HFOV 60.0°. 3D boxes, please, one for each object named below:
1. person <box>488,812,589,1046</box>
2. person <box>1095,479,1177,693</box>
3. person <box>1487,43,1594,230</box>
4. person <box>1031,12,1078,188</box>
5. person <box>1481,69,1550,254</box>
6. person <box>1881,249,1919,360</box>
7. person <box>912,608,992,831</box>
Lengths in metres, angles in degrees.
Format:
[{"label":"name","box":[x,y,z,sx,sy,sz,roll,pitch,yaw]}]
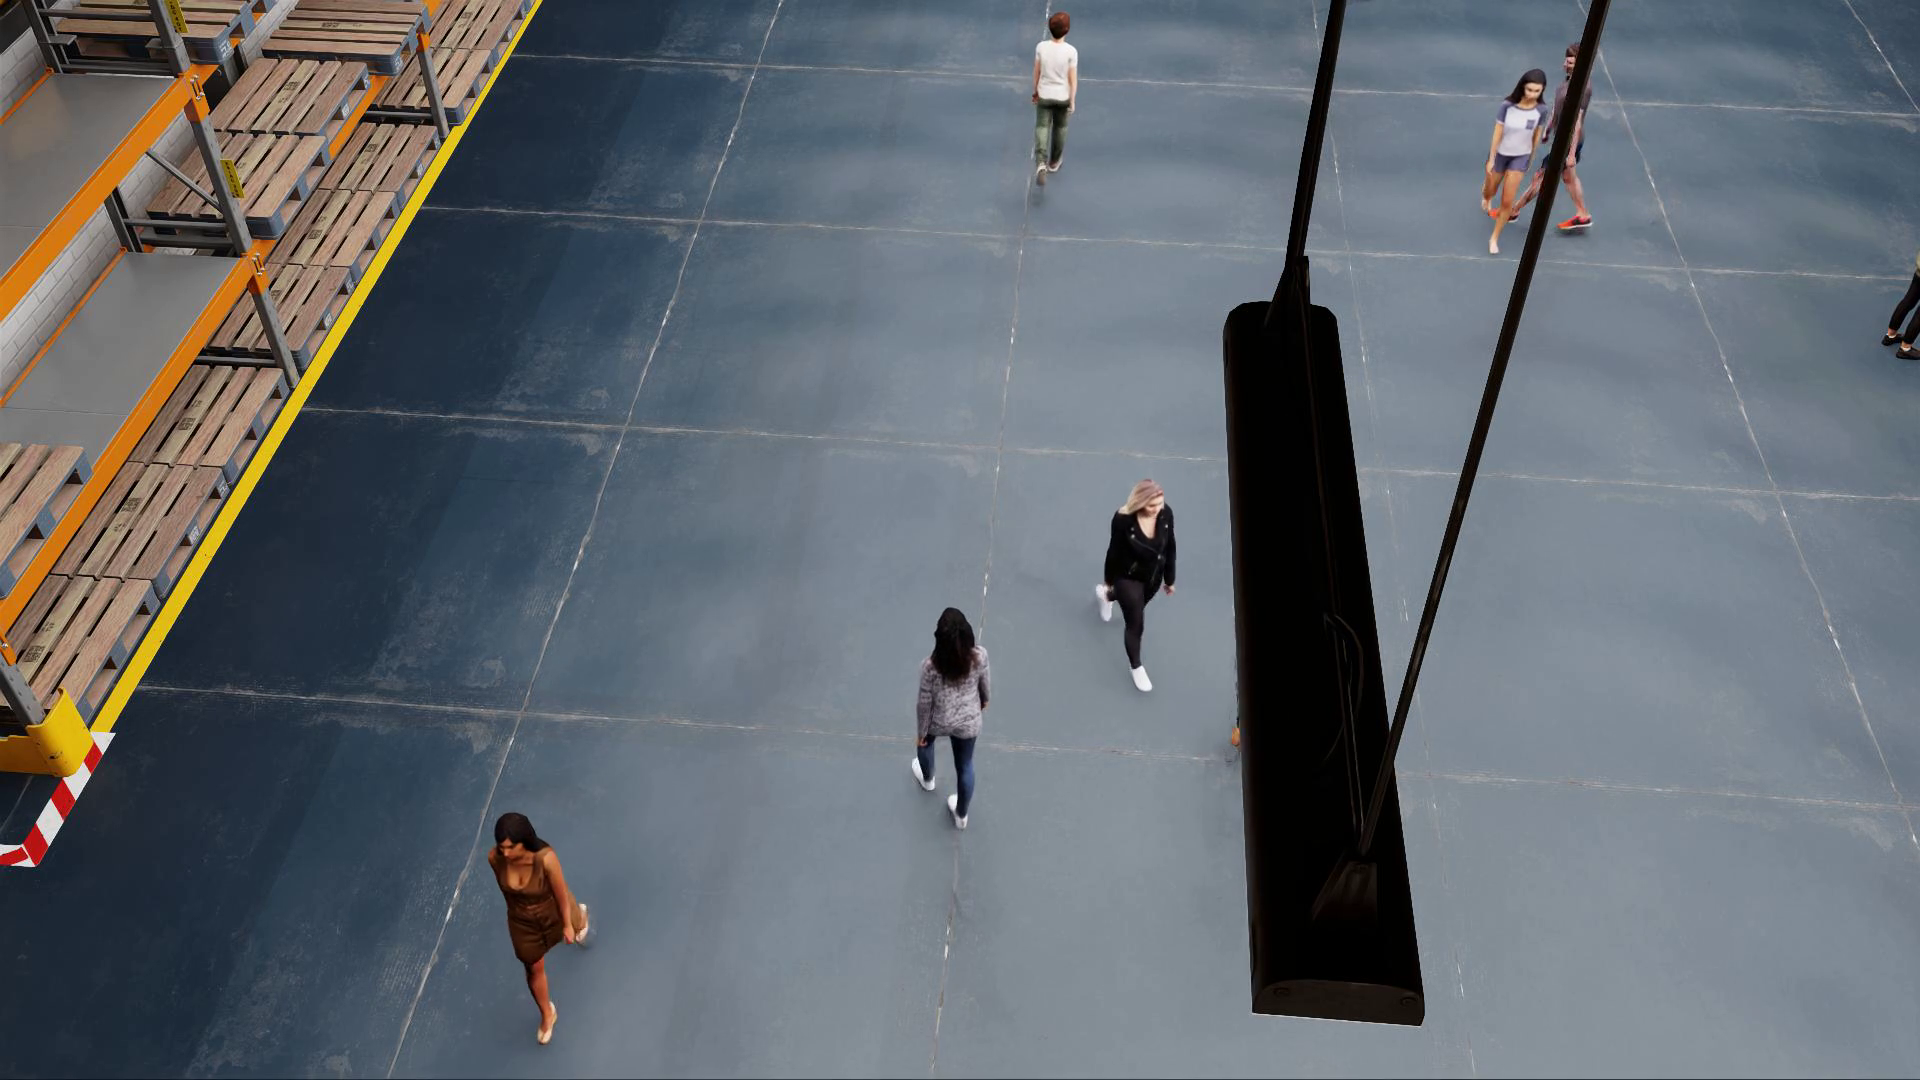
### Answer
[{"label":"person","box":[-2.243,1.966,9.075,0.575,1.653,1.058,2,44,2]},{"label":"person","box":[1.141,0.181,10.948,0.917,1.655,1.155,-13,45,-13]},{"label":"person","box":[5.462,-3.521,14.727,0.804,1.802,1.130,6,44,7]},{"label":"person","box":[0.847,-4.060,15.414,0.649,1.635,1.003,9,44,9]},{"label":"person","box":[4.848,-3.410,14.679,0.654,1.709,0.941,8,44,9]},{"label":"person","box":[7.915,-2.150,13.525,0.695,1.476,0.546,-8,44,-9]},{"label":"person","box":[-0.027,1.128,9.910,0.832,1.715,0.940,-12,45,-12]}]
